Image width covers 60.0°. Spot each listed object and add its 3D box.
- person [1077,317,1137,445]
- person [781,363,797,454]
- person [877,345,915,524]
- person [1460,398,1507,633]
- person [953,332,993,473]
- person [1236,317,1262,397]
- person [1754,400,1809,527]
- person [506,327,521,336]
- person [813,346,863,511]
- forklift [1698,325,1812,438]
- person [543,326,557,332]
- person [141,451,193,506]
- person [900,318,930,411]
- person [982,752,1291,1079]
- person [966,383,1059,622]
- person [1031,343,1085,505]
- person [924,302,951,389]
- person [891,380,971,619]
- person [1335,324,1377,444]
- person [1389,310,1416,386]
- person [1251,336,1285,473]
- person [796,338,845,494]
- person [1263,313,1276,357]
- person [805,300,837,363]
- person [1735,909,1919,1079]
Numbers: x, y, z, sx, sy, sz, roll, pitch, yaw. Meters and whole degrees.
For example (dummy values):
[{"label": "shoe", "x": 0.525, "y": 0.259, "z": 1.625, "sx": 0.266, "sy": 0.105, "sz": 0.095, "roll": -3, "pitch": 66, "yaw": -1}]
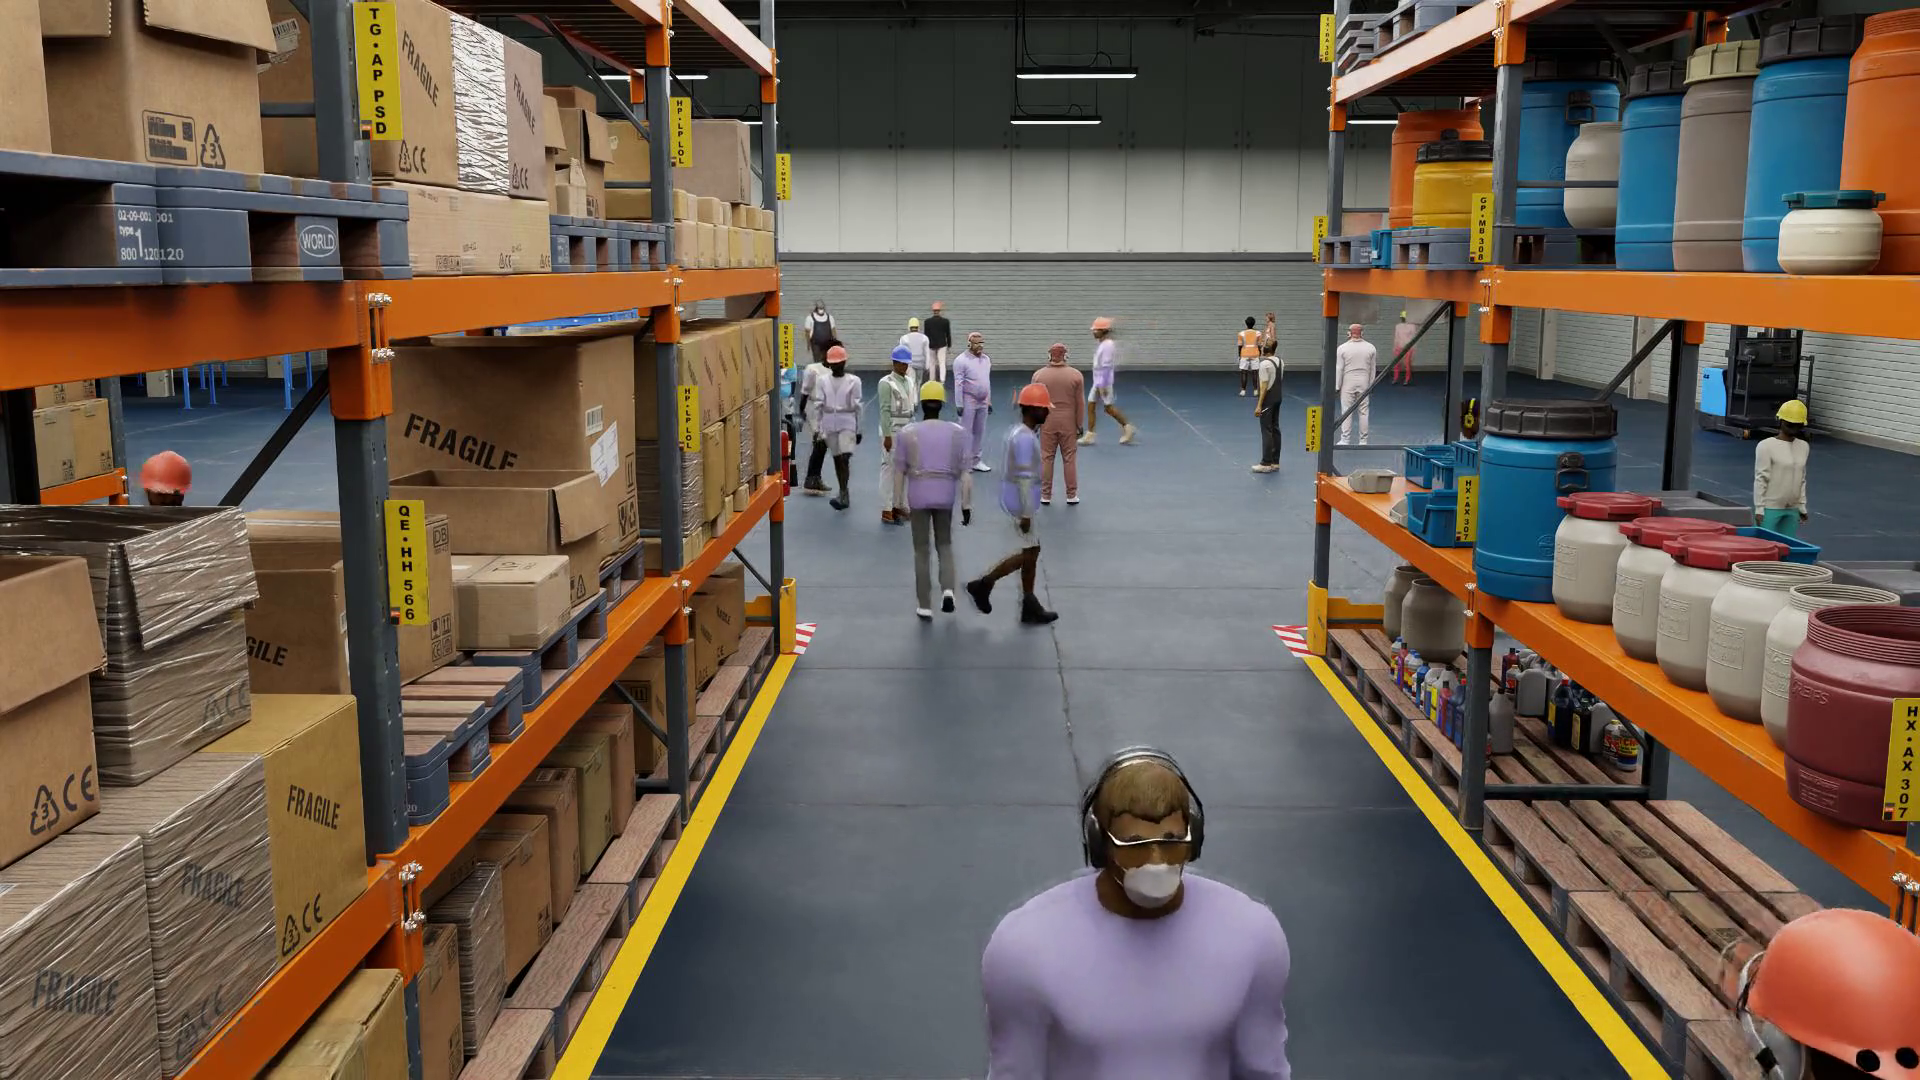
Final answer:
[{"label": "person", "x": 2.299, "y": -2.487, "z": 26.048, "sx": 0.940, "sy": 2.012, "sz": 0.617, "roll": -2, "pitch": 10, "yaw": -10}, {"label": "person", "x": -2.671, "y": -2.146, "z": 24.943, "sx": 0.532, "sy": 1.692, "sz": 0.320, "roll": 7, "pitch": 12, "yaw": 35}, {"label": "person", "x": -0.680, "y": -1.177, "z": 18.388, "sx": 0.402, "sy": 1.943, "sz": 0.605, "roll": 5, "pitch": 11, "yaw": 30}, {"label": "person", "x": 3.874, "y": -0.190, "z": 12.838, "sx": 0.933, "sy": 1.825, "sz": 0.524, "roll": 5, "pitch": 11, "yaw": 26}, {"label": "person", "x": 0.207, "y": -1.870, "z": 22.646, "sx": 0.646, "sy": 1.907, "sz": 0.401, "roll": -9, "pitch": 13, "yaw": -42}, {"label": "person", "x": 6.184, "y": -3.908, "z": 35.555, "sx": 0.564, "sy": 1.705, "sz": 0.478, "roll": 0, "pitch": 9, "yaw": -1}, {"label": "person", "x": 6.612, "y": -0.249, "z": 13.385, "sx": 0.523, "sy": 1.760, "sz": 0.328, "roll": -3, "pitch": 10, "yaw": -20}, {"label": "person", "x": -11.001, "y": -4.738, "z": 40.796, "sx": 0.861, "sy": 1.582, "sz": 0.506, "roll": 3, "pitch": 10, "yaw": 20}, {"label": "person", "x": -1.426, "y": -1.281, "z": 19.155, "sx": 0.550, "sy": 1.885, "sz": 0.974, "roll": 2, "pitch": 10, "yaw": 12}, {"label": "forklift", "x": 13.248, "y": -3.165, "z": 27.620, "sx": 1.129, "sy": 2.768, "sz": 1.873, "roll": 0, "pitch": 9, "yaw": 1}, {"label": "person", "x": -9.699, "y": -4.674, "z": 39.347, "sx": 0.372, "sy": 1.940, "sz": 0.630, "roll": 0, "pitch": 9, "yaw": 1}, {"label": "person", "x": -3.958, "y": 0.510, "z": 8.369, "sx": 0.585, "sy": 1.923, "sz": 0.470, "roll": -3, "pitch": 10, "yaw": -18}, {"label": "person", "x": -0.883, "y": -3.383, "z": 32.048, "sx": 0.602, "sy": 1.799, "sz": 0.902, "roll": -3, "pitch": 10, "yaw": -15}, {"label": "person", "x": 0.353, "y": 1.334, "z": 3.461, "sx": 0.637, "sy": 1.914, "sz": 0.891, "roll": -1, "pitch": 10, "yaw": -9}, {"label": "person", "x": 0.433, "y": -0.287, "z": 13.166, "sx": 0.647, "sy": 1.917, "sz": 0.542, "roll": 0, "pitch": 9, "yaw": 2}, {"label": "person", "x": 1.163, "y": -1.370, "z": 19.673, "sx": 0.638, "sy": 1.903, "sz": 0.408, "roll": 1, "pitch": 10, "yaw": 6}, {"label": "person", "x": -0.519, "y": -4.428, "z": 37.835, "sx": 0.636, "sy": 1.987, "sz": 0.766, "roll": -1, "pitch": 10, "yaw": -4}, {"label": "person", "x": -0.232, "y": -0.325, "z": 13.394, "sx": 0.603, "sy": 1.906, "sz": 0.434, "roll": -2, "pitch": 10, "yaw": -13}, {"label": "person", "x": 6.111, "y": -2.392, "z": 25.789, "sx": 0.639, "sy": 1.905, "sz": 0.407, "roll": -1, "pitch": 10, "yaw": -5}, {"label": "person", "x": 10.269, "y": -4.453, "z": 38.602, "sx": 0.562, "sy": 1.742, "sz": 0.721, "roll": 8, "pitch": 12, "yaw": 40}, {"label": "person", "x": 4.217, "y": -1.857, "z": 22.749, "sx": 0.345, "sy": 1.847, "sz": 0.504, "roll": 8, "pitch": 13, "yaw": 41}, {"label": "person", "x": -1.694, "y": -1.519, "z": 20.471, "sx": 0.586, "sy": 1.924, "sz": 0.654, "roll": 6, "pitch": 11, "yaw": 33}, {"label": "person", "x": 7.467, "y": -4.655, "z": 40.124, "sx": 0.309, "sy": 1.641, "sz": 0.514, "roll": -1, "pitch": 10, "yaw": -7}, {"label": "person", "x": -3.222, "y": -4.612, "z": 38.796, "sx": 0.694, "sy": 2.000, "sz": 1.010, "roll": -4, "pitch": 10, "yaw": -22}, {"label": "person", "x": 1.199, "y": 1.464, "z": 2.582, "sx": 0.624, "sy": 1.951, "sz": 1.023, "roll": -1, "pitch": 10, "yaw": -7}]
